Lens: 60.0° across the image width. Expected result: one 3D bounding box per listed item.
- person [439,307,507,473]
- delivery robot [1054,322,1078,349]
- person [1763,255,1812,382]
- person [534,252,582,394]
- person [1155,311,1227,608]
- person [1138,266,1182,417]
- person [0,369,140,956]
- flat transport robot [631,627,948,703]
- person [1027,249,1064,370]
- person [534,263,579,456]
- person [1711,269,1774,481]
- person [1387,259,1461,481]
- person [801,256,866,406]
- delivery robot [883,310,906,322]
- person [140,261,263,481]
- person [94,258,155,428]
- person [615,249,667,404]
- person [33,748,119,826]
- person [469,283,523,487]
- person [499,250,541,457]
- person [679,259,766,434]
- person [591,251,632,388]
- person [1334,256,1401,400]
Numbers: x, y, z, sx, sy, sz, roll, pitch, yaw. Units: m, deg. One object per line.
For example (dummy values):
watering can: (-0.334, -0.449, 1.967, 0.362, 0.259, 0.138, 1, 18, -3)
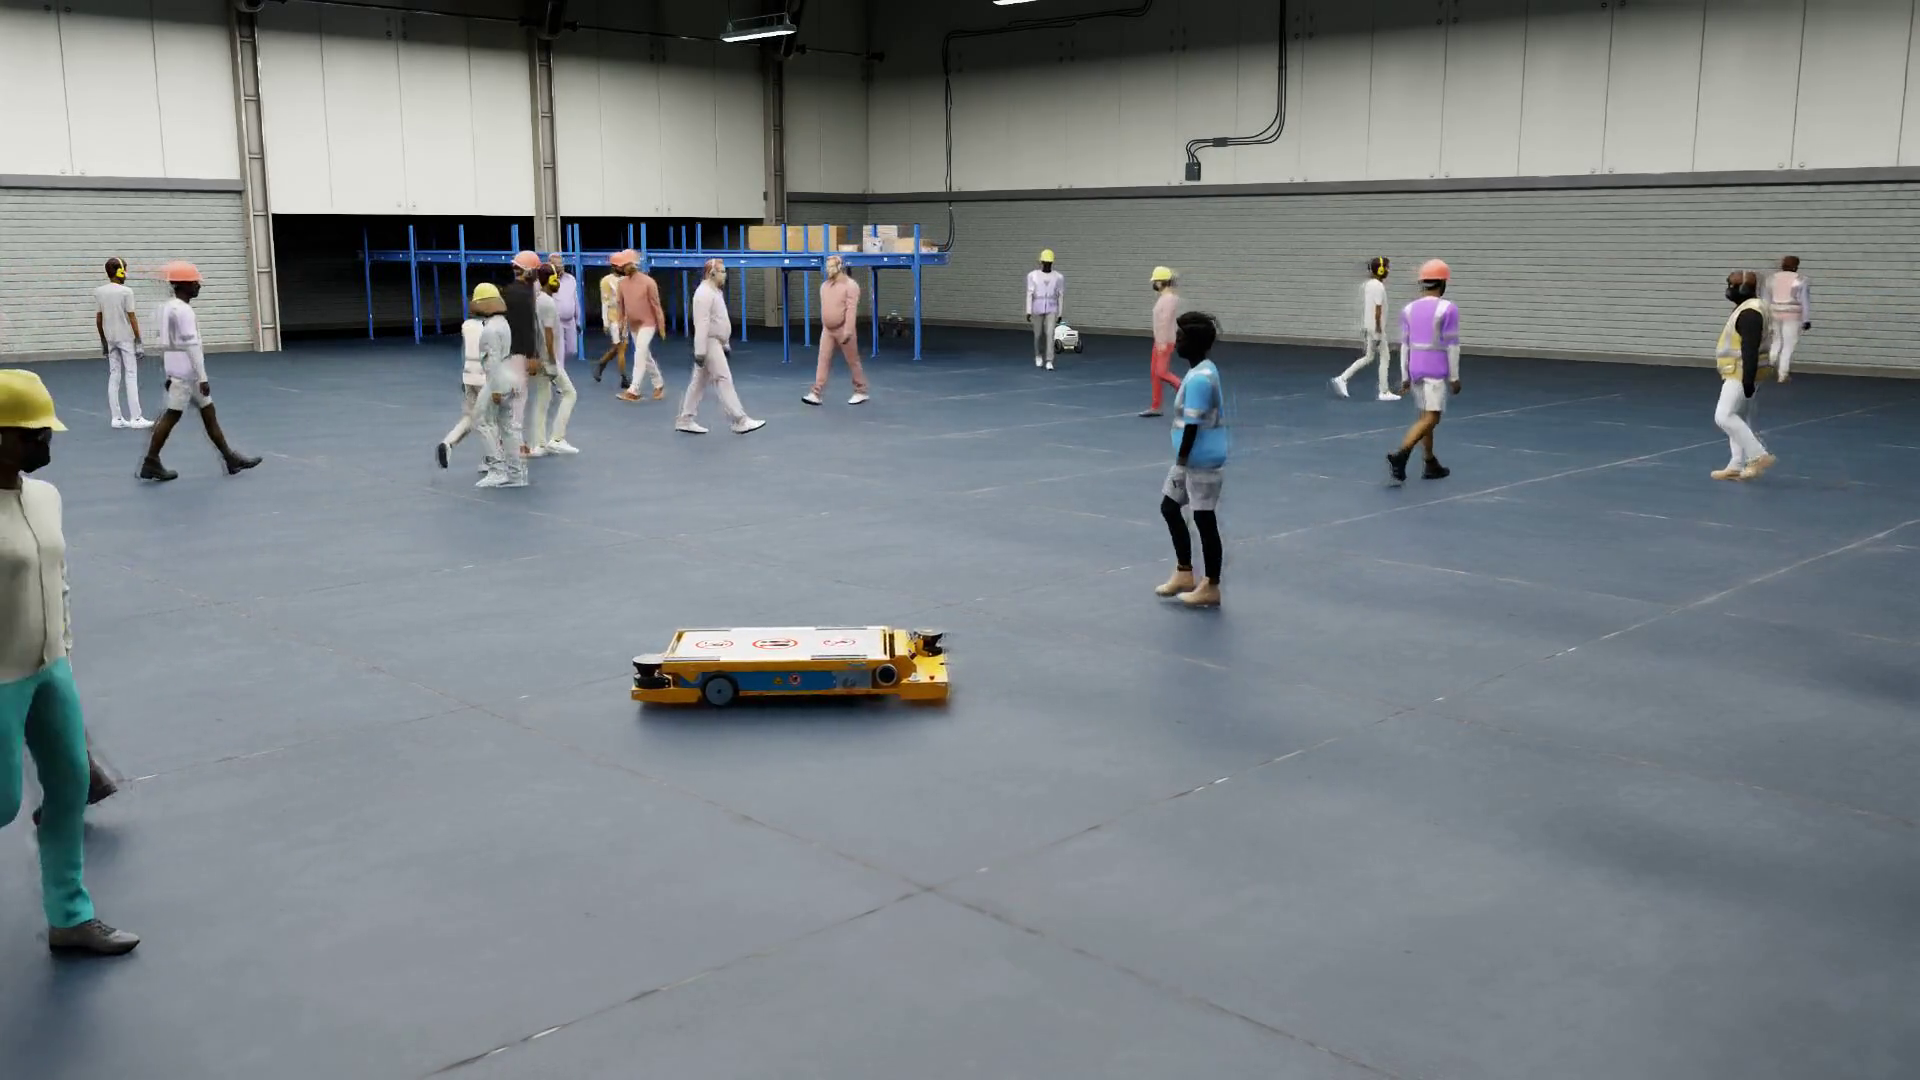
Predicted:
person: (-4.274, -1.372, 14.635, 0.541, 1.615, 0.587, 8, 13, 36)
delivery robot: (1.859, -3.702, 30.132, 0.477, 0.478, 0.707, -4, 11, -21)
person: (11.968, -3.198, 24.048, 0.442, 1.828, 0.628, -7, 13, -34)
person: (-5.451, -2.944, 22.495, 0.641, 1.888, 0.654, 8, 13, 39)
person: (1.276, -0.454, 9.460, 0.526, 1.677, 0.557, 2, 11, 9)
person: (2.406, -2.305, 19.358, 0.578, 1.750, 0.539, -1, 10, -6)
person: (-2.817, 0.376, 4.809, 0.643, 1.744, 0.548, 1, 10, 6)
flat transport robot: (-0.785, 0.576, 7.831, 1.431, 0.197, 0.652, -1, 10, -3)
person: (1.361, -3.687, 26.537, 0.591, 1.899, 0.843, 0, 10, 0)
person: (-3.922, -1.737, 16.058, 0.555, 1.843, 0.499, -8, 13, -36)
person: (6.734, -1.410, 14.329, 0.437, 1.826, 0.641, 5, 12, 26)
person: (3.986, -1.455, 14.320, 0.855, 1.916, 0.540, -7, 12, -33)
person: (-1.545, -2.602, 20.729, 0.640, 1.855, 0.999, 7, 13, 34)
delivery robot: (-1.378, -4.695, 34.836, 0.335, 0.223, 0.698, -6, 12, -28)
person: (-6.704, -1.472, 14.485, 1.020, 1.884, 0.563, -7, 12, -32)
person: (-9.244, -2.169, 18.338, 0.521, 1.865, 0.327, 2, 11, 12)
person: (-4.057, -2.737, 21.266, 0.666, 1.935, 1.047, 6, 12, 31)
person: (-3.534, 0.112, 5.904, 0.965, 1.877, 0.571, 1, 10, 5)
person: (-3.938, -1.294, 13.988, 0.510, 1.715, 0.480, 0, 10, 1)
person: (-4.222, -1.800, 16.056, 0.496, 1.966, 0.652, -6, 12, -31)
person: (-2.586, -2.052, 17.718, 0.960, 1.855, 0.667, -1, 10, -3)
person: (-4.868, -3.094, 23.325, 0.842, 1.900, 0.547, 6, 12, 28)
person: (5.293, -2.727, 21.443, 0.806, 1.849, 0.519, -1, 10, -6)
